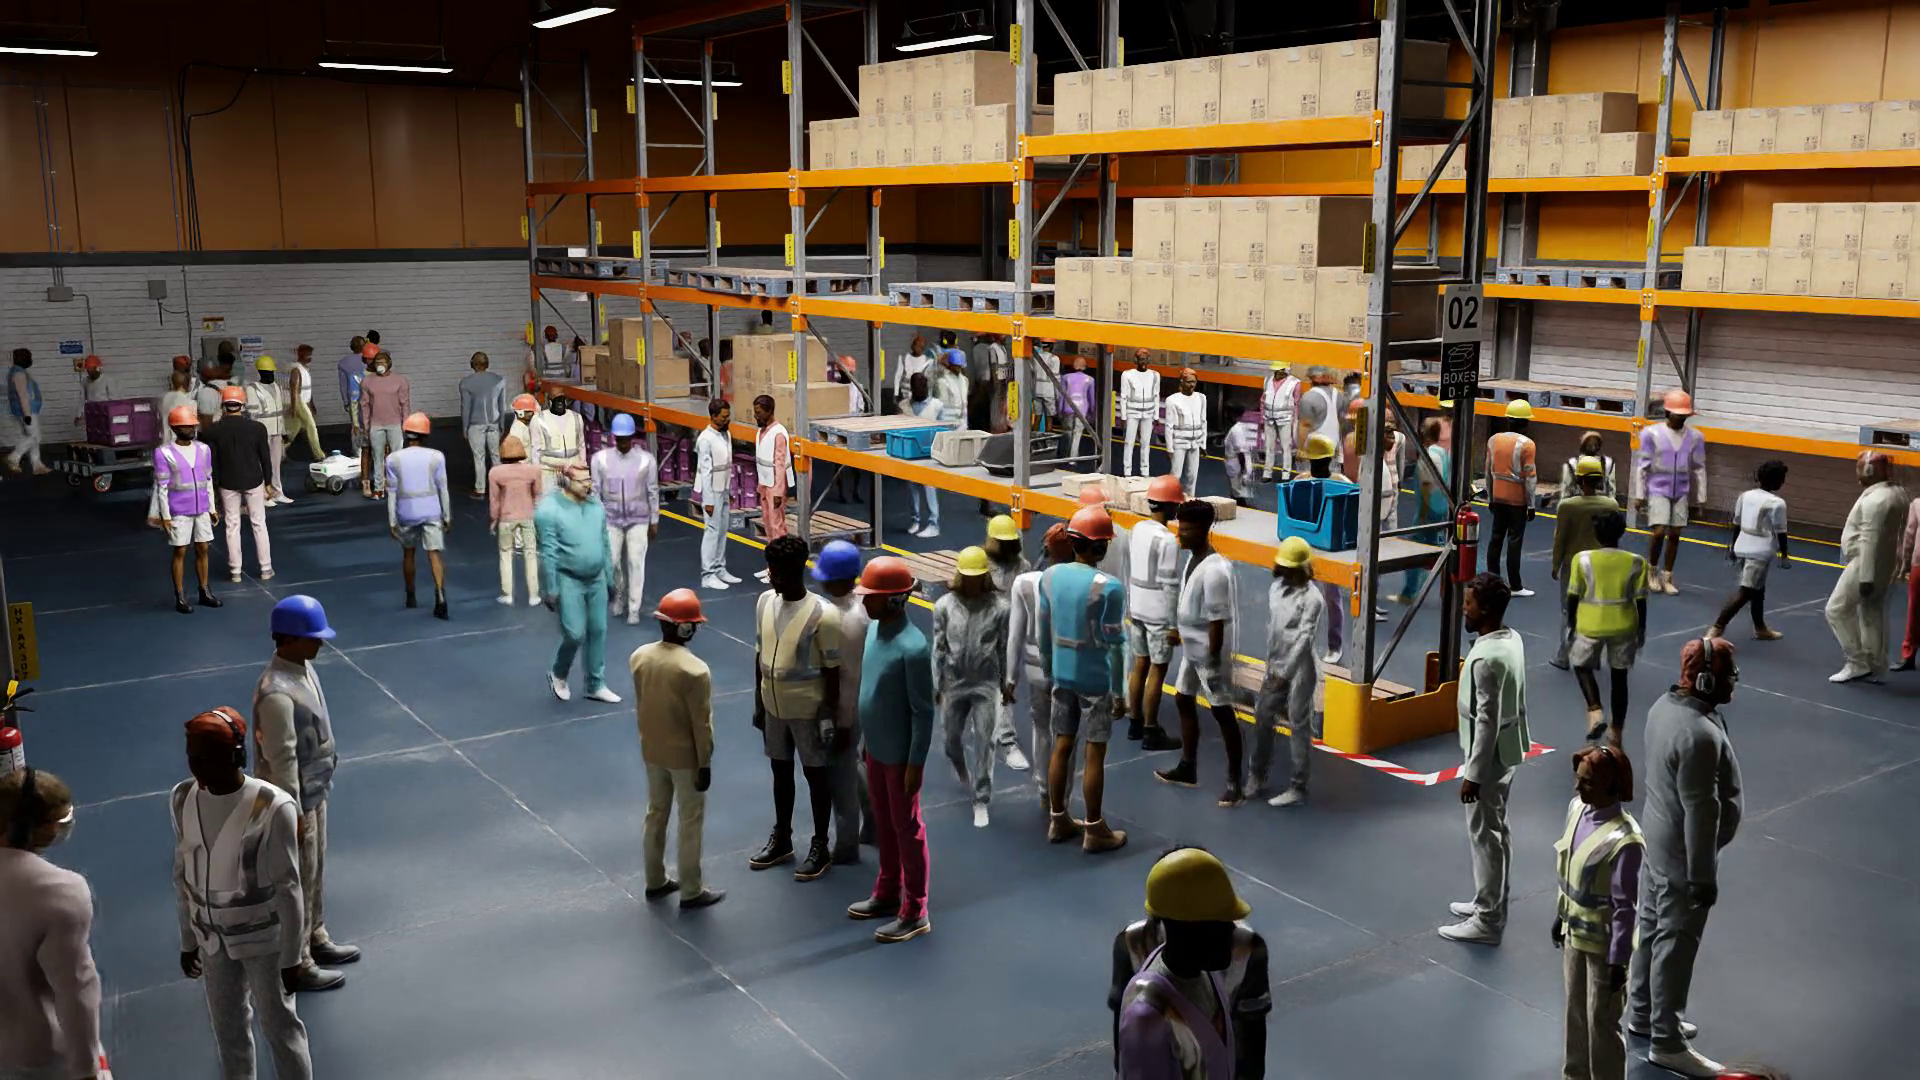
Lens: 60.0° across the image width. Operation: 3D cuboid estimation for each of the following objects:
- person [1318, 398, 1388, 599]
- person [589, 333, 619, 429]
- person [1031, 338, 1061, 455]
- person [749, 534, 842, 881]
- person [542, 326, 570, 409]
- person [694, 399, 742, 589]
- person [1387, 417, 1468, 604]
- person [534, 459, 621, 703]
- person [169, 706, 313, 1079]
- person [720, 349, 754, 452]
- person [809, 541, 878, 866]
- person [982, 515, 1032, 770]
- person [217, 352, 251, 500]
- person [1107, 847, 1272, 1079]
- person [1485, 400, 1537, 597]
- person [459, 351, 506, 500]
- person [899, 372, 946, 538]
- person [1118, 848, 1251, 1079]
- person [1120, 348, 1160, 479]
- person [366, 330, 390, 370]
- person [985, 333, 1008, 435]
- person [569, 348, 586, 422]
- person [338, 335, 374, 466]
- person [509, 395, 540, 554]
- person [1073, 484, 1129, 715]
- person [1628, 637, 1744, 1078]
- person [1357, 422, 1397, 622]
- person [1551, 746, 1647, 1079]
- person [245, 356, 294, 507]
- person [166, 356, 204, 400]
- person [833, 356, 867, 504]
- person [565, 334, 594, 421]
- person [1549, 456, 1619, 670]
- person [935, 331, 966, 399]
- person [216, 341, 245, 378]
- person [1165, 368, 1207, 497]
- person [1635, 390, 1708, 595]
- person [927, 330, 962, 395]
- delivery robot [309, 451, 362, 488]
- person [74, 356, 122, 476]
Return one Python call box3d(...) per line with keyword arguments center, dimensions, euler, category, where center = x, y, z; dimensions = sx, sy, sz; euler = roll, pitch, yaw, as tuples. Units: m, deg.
box3d(center=(3.727, -0.364, 15.879), dimensions=(0.763, 1.967, 0.636), euler=(-6, 12, -28), category="person")
box3d(center=(-5.544, -2.348, 26.316), dimensions=(0.461, 1.872, 0.674), euler=(7, 13, 31), category="person")
box3d(center=(1.340, -2.260, 25.714), dimensions=(0.546, 1.928, 0.382), euler=(9, 14, 39), category="person")
box3d(center=(-0.930, 0.926, 9.321), dimensions=(0.600, 1.958, 0.377), euler=(8, 13, 34), category="person")
box3d(center=(-6.753, -2.620, 27.658), dimensions=(0.573, 1.887, 0.355), euler=(-5, 12, -26), category="person")
box3d(center=(-2.442, -0.464, 16.585), dimensions=(0.392, 1.908, 0.595), euler=(3, 11, 13), category="person")
box3d(center=(4.530, -0.259, 15.788), dimensions=(0.780, 1.814, 0.537), euler=(6, 13, 29), category="person")
box3d(center=(-2.868, 0.321, 12.580), dimensions=(0.441, 1.890, 0.673), euler=(8, 14, 36), category="person")
box3d(center=(-2.761, 1.542, 6.401), dimensions=(0.573, 1.877, 0.353), euler=(4, 12, 18), category="person")
box3d(center=(-3.498, -2.235, 25.906), dimensions=(0.658, 1.801, 0.615), euler=(8, 14, 37), category="person")
box3d(center=(-0.607, 0.932, 9.474), dimensions=(0.509, 1.902, 0.680), euler=(-1, 11, -7), category="person")
box3d(center=(0.283, 0.653, 11.395), dimensions=(0.505, 1.698, 0.898), euler=(-6, 12, -27), category="person")
box3d(center=(-9.538, -1.504, 21.794), dimensions=(0.634, 1.946, 0.526), euler=(1, 11, 4), category="person")
box3d(center=(0.759, 1.805, 5.574), dimensions=(0.554, 1.665, 0.581), euler=(3, 11, 14), category="person")
box3d(center=(5.384, -0.408, 16.227), dimensions=(0.369, 1.928, 0.585), euler=(-6, 13, -29), category="person")
box3d(center=(-6.243, -1.499, 21.787), dimensions=(0.632, 1.940, 0.372), euler=(-10, 15, -41), category="person")
box3d(center=(-0.458, -1.002, 19.343), dimensions=(0.606, 1.907, 0.477), euler=(7, 13, 31), category="person")
box3d(center=(0.640, 1.817, 4.839), dimensions=(0.363, 1.930, 0.587), euler=(4, 12, 21), category="person")
box3d(center=(2.489, -1.711, 23.014), dimensions=(0.572, 1.883, 0.354), euler=(-2, 11, -11), category="person")
box3d(center=(-9.451, -2.468, 26.965), dimensions=(0.501, 1.862, 0.327), euler=(-9, 14, -38), category="person")
box3d(center=(0.630, -2.678, 28.045), dimensions=(0.388, 1.849, 0.565), euler=(3, 11, 15), category="person")
box3d(center=(-6.036, -2.245, 26.404), dimensions=(0.514, 1.629, 0.322), euler=(7, 13, 32), category="person")
box3d(center=(-8.850, -2.057, 24.644), dimensions=(0.631, 1.940, 0.372), euler=(-1, 11, -3), category="person")
box3d(center=(-4.779, -0.728, 18.322), dimensions=(0.345, 1.746, 0.573), euler=(-2, 11, -11), category="person")
box3d(center=(0.968, 0.428, 12.496), dimensions=(0.568, 1.712, 0.859), euler=(-8, 14, -37), category="person")
box3d(center=(3.190, 1.353, 7.269), dimensions=(0.401, 1.910, 0.642), euler=(2, 11, 10), category="person")
box3d(center=(3.779, -0.173, 15.270), dimensions=(0.394, 1.836, 0.563), euler=(3, 11, 13), category="person")
box3d(center=(2.554, 1.609, 6.678), dimensions=(0.313, 1.633, 0.520), euler=(-1, 11, -4), category="person")
box3d(center=(-8.831, -1.394, 21.276), dimensions=(0.367, 1.927, 0.590), euler=(3, 12, 17), category="person")
box3d(center=(-10.113, -1.477, 21.816), dimensions=(0.577, 1.881, 0.349), euler=(1, 11, 5), category="person")
box3d(center=(-1.441, -1.394, 21.293), dimensions=(0.563, 1.918, 0.567), euler=(-4, 12, -20), category="person")
box3d(center=(-5.942, -2.311, 26.181), dimensions=(0.512, 1.844, 0.329), euler=(1, 11, 3), category="person")
box3d(center=(5.090, 0.191, 13.602), dimensions=(0.525, 1.760, 0.334), euler=(-1, 11, -4), category="person")
box3d(center=(-0.149, -2.423, 26.708), dimensions=(0.514, 1.865, 0.329), euler=(-4, 12, -19), category="person")
box3d(center=(-10.670, -1.939, 24.134), dimensions=(0.586, 1.905, 0.656), euler=(5, 12, 24), category="person")
box3d(center=(2.731, -1.139, 20.113), dimensions=(0.575, 1.876, 0.343), euler=(-5, 12, -25), category="person")
box3d(center=(6.935, -0.453, 16.193), dimensions=(0.636, 2.022, 0.451), euler=(0, 11, 0), category="person")
box3d(center=(-0.244, -2.643, 28.029), dimensions=(0.628, 1.807, 0.914), euler=(-7, 13, -30), category="person")
box3d(center=(-8.357, -0.958, 22.327), dimensions=(0.477, 0.478, 0.707), euler=(6, 13, 28), category="delivery robot")
box3d(center=(-12.348, -1.768, 23.737), dimensions=(0.578, 1.709, 0.857), euler=(4, 12, 21), category="person")
